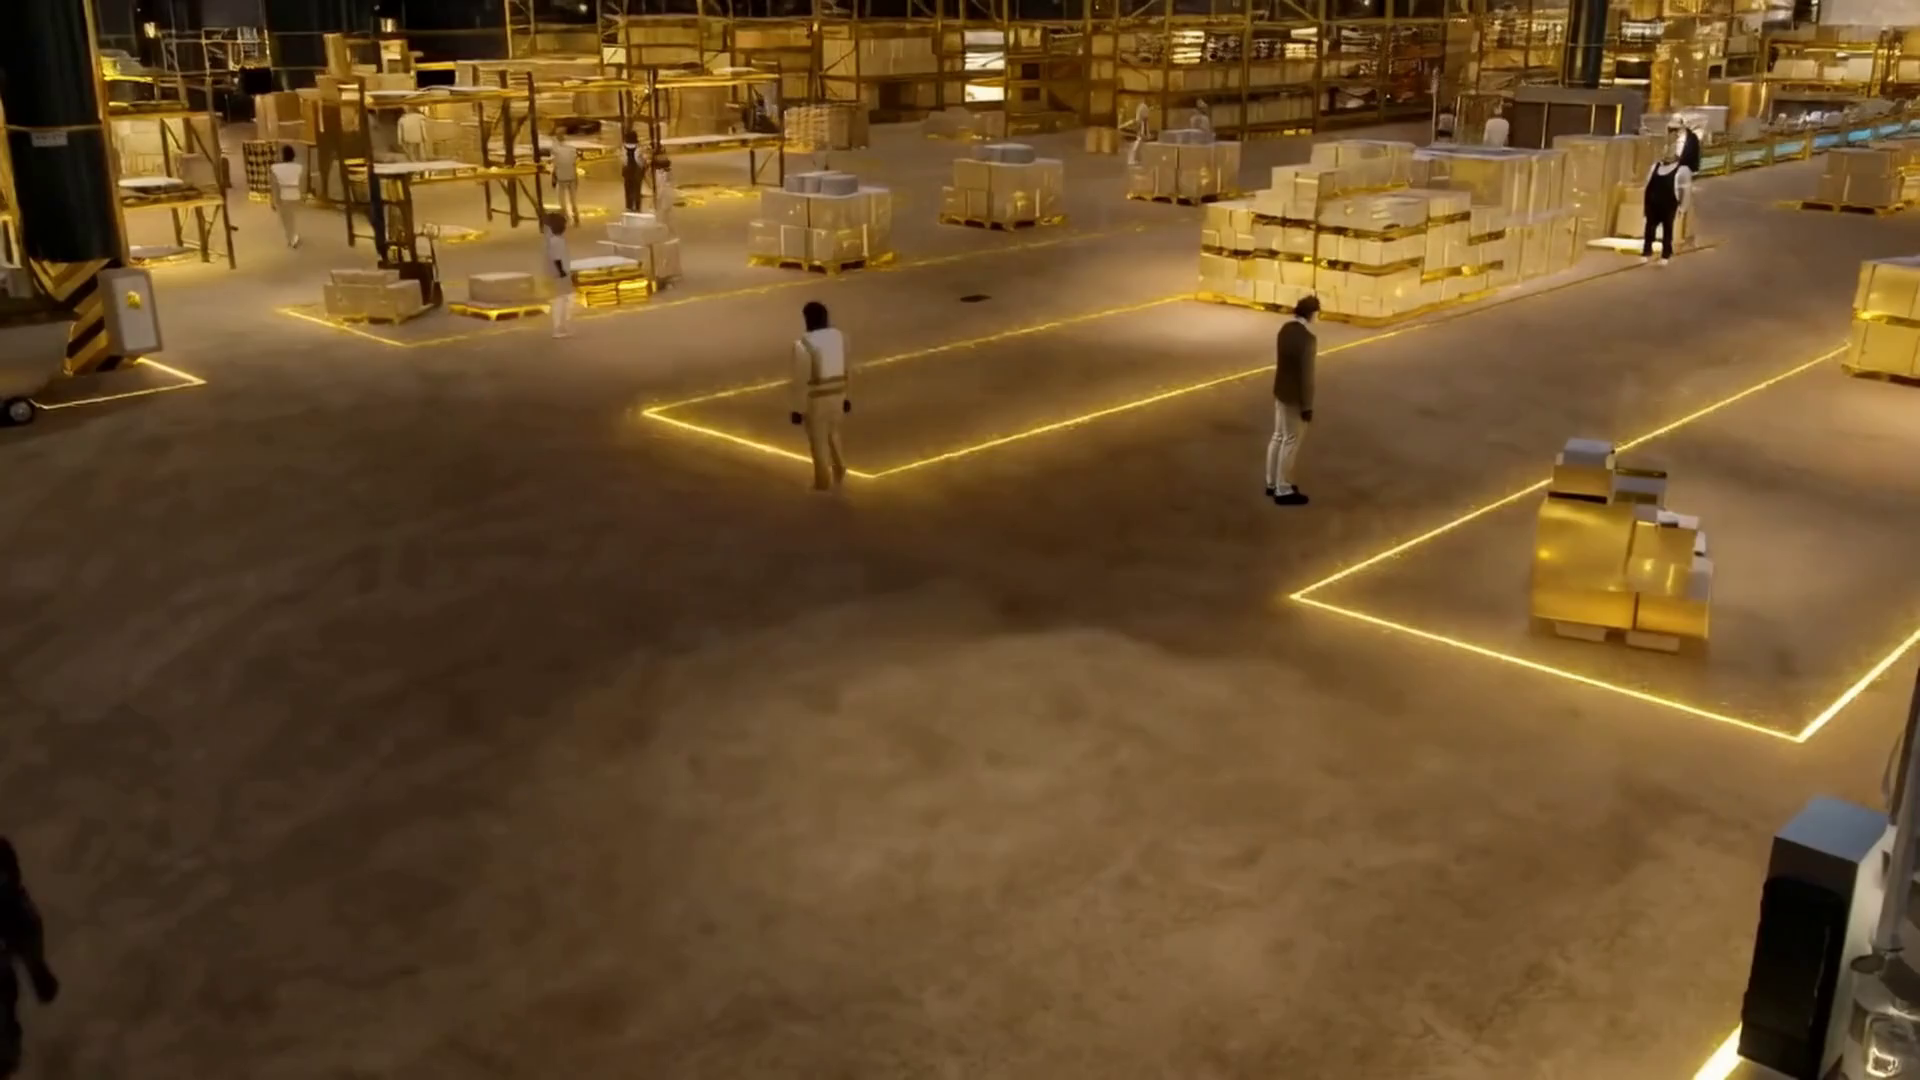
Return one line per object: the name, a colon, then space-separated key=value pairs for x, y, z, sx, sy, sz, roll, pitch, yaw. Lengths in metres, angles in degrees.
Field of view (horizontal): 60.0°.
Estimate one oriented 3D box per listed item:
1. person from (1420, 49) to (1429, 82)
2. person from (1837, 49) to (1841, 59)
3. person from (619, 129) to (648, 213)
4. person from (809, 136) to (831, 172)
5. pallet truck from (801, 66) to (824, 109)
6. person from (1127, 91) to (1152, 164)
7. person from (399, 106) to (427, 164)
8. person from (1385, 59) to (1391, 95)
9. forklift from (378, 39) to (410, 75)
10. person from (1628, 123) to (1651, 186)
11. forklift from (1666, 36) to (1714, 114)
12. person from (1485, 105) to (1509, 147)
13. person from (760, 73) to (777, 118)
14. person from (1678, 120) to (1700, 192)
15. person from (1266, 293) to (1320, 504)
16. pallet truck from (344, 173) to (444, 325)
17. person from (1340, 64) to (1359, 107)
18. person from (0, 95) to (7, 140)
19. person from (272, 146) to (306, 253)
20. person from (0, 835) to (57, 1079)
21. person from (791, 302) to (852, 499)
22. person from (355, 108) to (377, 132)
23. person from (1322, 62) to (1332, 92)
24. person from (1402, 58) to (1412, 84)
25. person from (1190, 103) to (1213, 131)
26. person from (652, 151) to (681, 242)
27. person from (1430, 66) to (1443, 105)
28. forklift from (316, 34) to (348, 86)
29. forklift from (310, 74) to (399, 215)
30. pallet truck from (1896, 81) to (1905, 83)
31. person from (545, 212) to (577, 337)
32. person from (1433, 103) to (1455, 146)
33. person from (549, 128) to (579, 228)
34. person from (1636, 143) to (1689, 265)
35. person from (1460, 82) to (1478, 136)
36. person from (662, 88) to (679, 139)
person: x=21.224 y=-21.503 z=76.138 sx=1.018 sy=1.887 sz=0.543 roll=-14 pitch=23 yaw=-37
person: x=41.198 y=-22.274 z=78.299 sx=0.415 sy=1.985 sz=0.611 roll=14 pitch=23 yaw=36
person: x=-6.587 y=-7.368 z=33.634 sx=0.522 sy=1.825 sz=0.437 roll=0 pitch=18 yaw=-1
person: x=-2.717 y=-6.926 z=32.336 sx=0.487 sy=1.803 sz=1.015 roll=-10 pitch=21 yaw=-28
pallet truck: x=-4.812 y=-15.182 z=56.903 sx=0.823 sy=1.965 sz=1.885 roll=-9 pitch=21 yaw=-26
person: x=4.956 y=-11.028 z=44.519 sx=0.994 sy=1.914 sz=0.630 roll=-4 pitch=19 yaw=-12
person: x=-13.274 y=-9.688 z=40.444 sx=0.634 sy=1.938 sz=0.350 roll=-9 pitch=20 yaw=-25
person: x=18.623 y=-20.558 z=73.210 sx=0.502 sy=1.928 sz=0.625 roll=-16 pitch=24 yaw=-39
forklift: x=-19.793 y=-16.149 z=58.437 sx=1.873 sy=2.768 sz=1.129 roll=17 pitch=25 yaw=41
person: x=14.707 y=-8.141 z=36.049 sx=0.331 sy=1.768 sz=0.526 roll=14 pitch=23 yaw=35
forklift: x=27.341 y=-17.291 z=61.877 sx=1.129 sy=2.768 sz=1.873 roll=17 pitch=25 yaw=41
person: x=13.018 y=-9.666 z=40.563 sx=0.630 sy=1.814 sz=0.584 roll=-4 pitch=19 yaw=-11
person: x=-7.019 y=-16.280 z=60.833 sx=0.842 sy=1.599 sz=0.513 roll=-17 pitch=25 yaw=-41
person: x=14.772 y=-7.522 z=33.828 sx=0.386 sy=1.993 sz=0.622 roll=6 pitch=19 yaw=17
person: x=3.052 y=-1.291 z=15.178 sx=0.390 sy=1.925 sz=0.624 roll=-3 pitch=19 yaw=-10
pallet truck: x=-8.209 y=-4.181 z=23.757 sx=0.823 sy=1.965 sz=1.885 roll=3 pitch=19 yaw=9
person: x=14.307 y=-16.442 z=60.900 sx=0.811 sy=1.875 sz=0.647 roll=-11 pitch=22 yaw=-31
person: x=-29.169 y=-13.123 z=50.826 sx=0.565 sy=1.912 sz=0.541 roll=8 pitch=20 yaw=22
person: x=-11.851 y=-6.016 z=29.477 sx=0.641 sy=1.876 sz=0.640 roll=17 pitch=25 yaw=42
person: x=-3.754 y=1.671 z=6.244 sx=0.624 sy=1.927 sz=0.611 roll=-6 pitch=19 yaw=-16
person: x=-1.282 y=-1.270 z=15.252 sx=0.445 sy=1.827 sz=0.654 roll=16 pitch=24 yaw=40
person: x=-14.500 y=-9.737 z=40.710 sx=0.656 sy=1.859 sz=0.488 roll=9 pitch=21 yaw=26
person: x=16.832 y=-21.303 z=75.692 sx=0.930 sy=1.790 sz=0.591 roll=-17 pitch=25 yaw=-41
person: x=21.134 y=-22.192 z=78.602 sx=0.514 sy=1.629 sz=0.315 roll=-16 pitch=24 yaw=-40
person: x=5.869 y=-9.720 z=40.627 sx=0.548 sy=1.896 sz=1.013 roll=-5 pitch=19 yaw=-14
person: x=-5.441 y=-6.279 z=30.541 sx=0.479 sy=1.689 sz=0.763 roll=15 pitch=24 yaw=39
person: x=18.690 y=-17.769 z=65.278 sx=0.530 sy=1.620 sz=0.365 roll=17 pitch=25 yaw=42
forklift: x=-24.092 y=-18.092 z=64.290 sx=1.129 sy=2.768 sz=1.873 roll=17 pitch=25 yaw=41
forklift: x=-12.814 y=-8.326 z=34.866 sx=1.873 sy=2.768 sz=1.129 roll=17 pitch=25 yaw=41
pallet truck: x=34.802 y=-16.331 z=61.455 sx=0.653 sy=1.274 sz=1.630 roll=17 pitch=25 yaw=41
person: x=-5.380 y=-3.563 z=22.387 sx=0.372 sy=1.680 sz=0.539 roll=0 pitch=18 yaw=0
person: x=12.642 y=-10.517 z=43.337 sx=0.541 sy=1.679 sz=0.608 roll=-5 pitch=19 yaw=-14
person: x=-7.792 y=-7.112 z=32.699 sx=0.614 sy=1.923 sz=0.382 roll=-15 pitch=23 yaw=-38
person: x=11.949 y=-5.713 z=28.306 sx=0.538 sy=2.000 sz=0.683 roll=-17 pitch=25 yaw=-42
person: x=16.194 y=-13.703 z=52.931 sx=0.557 sy=1.674 sz=0.593 roll=5 pitch=19 yaw=16
person: x=-8.864 y=-13.119 z=50.966 sx=0.535 sy=1.823 sz=0.586 roll=0 pitch=18 yaw=1
